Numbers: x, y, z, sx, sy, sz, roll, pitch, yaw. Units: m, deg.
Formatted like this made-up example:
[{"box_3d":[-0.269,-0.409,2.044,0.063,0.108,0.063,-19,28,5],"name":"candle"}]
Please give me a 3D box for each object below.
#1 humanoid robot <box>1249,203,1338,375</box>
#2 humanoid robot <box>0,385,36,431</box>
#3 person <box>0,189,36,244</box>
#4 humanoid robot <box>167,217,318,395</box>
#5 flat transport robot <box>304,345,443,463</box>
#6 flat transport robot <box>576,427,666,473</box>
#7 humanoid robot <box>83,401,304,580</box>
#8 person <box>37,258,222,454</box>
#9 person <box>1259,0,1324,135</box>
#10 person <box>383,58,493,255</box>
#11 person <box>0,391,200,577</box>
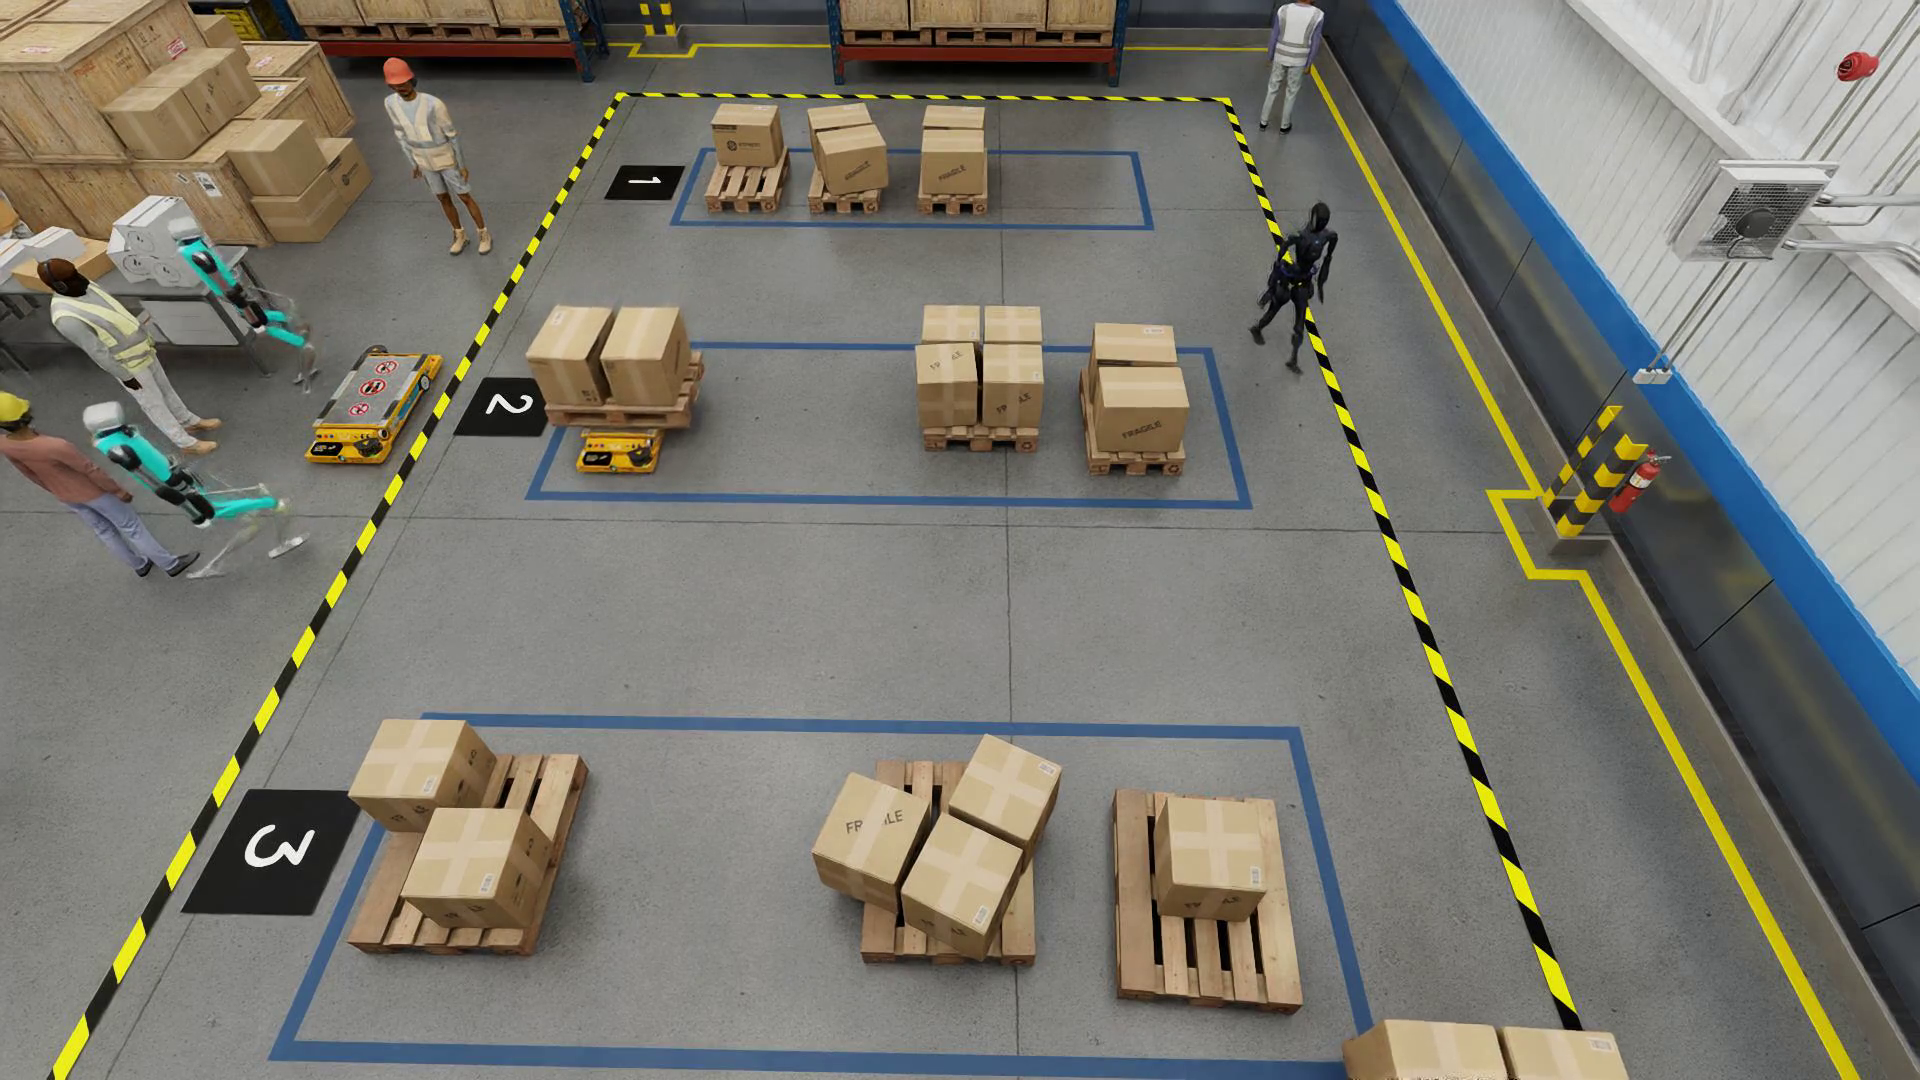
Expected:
[{"box_3d":[3.103,-2.359,8.475,0.610,1.619,0.805,-8,50,-6],"name":"humanoid robot"},{"box_3d":[-8.577,-1.534,7.780,0.727,1.897,0.540,11,51,9],"name":"humanoid robot"},{"box_3d":[-9.324,-3.065,8.868,0.352,1.938,0.543,-7,50,-6],"name":"person"},{"box_3d":[-6.197,-2.102,8.202,0.555,1.825,0.666,37,59,27],"name":"humanoid robot"},{"box_3d":[-5.383,-1.269,8.441,0.659,0.231,1.431,1,50,1],"name":"flat transport robot"},{"box_3d":[-2.984,-1.188,8.354,0.652,0.197,1.431,1,50,1],"name":"flat transport robot"},{"box_3d":[-5.522,-0.359,6.702,1.024,1.738,0.554,-34,58,-25],"name":"humanoid robot"},{"box_3d":[-6.877,-1.513,7.616,0.430,1.845,0.620,-15,52,-13],"name":"person"},{"box_3d":[4.131,-6.021,11.444,0.587,1.821,0.404,22,53,17],"name":"person"},{"box_3d":[-5.448,-3.939,9.537,0.606,2.048,0.366,0,50,0],"name":"person"},{"box_3d":[-6.373,-0.372,6.700,0.533,1.766,0.316,2,50,2],"name":"person"}]
